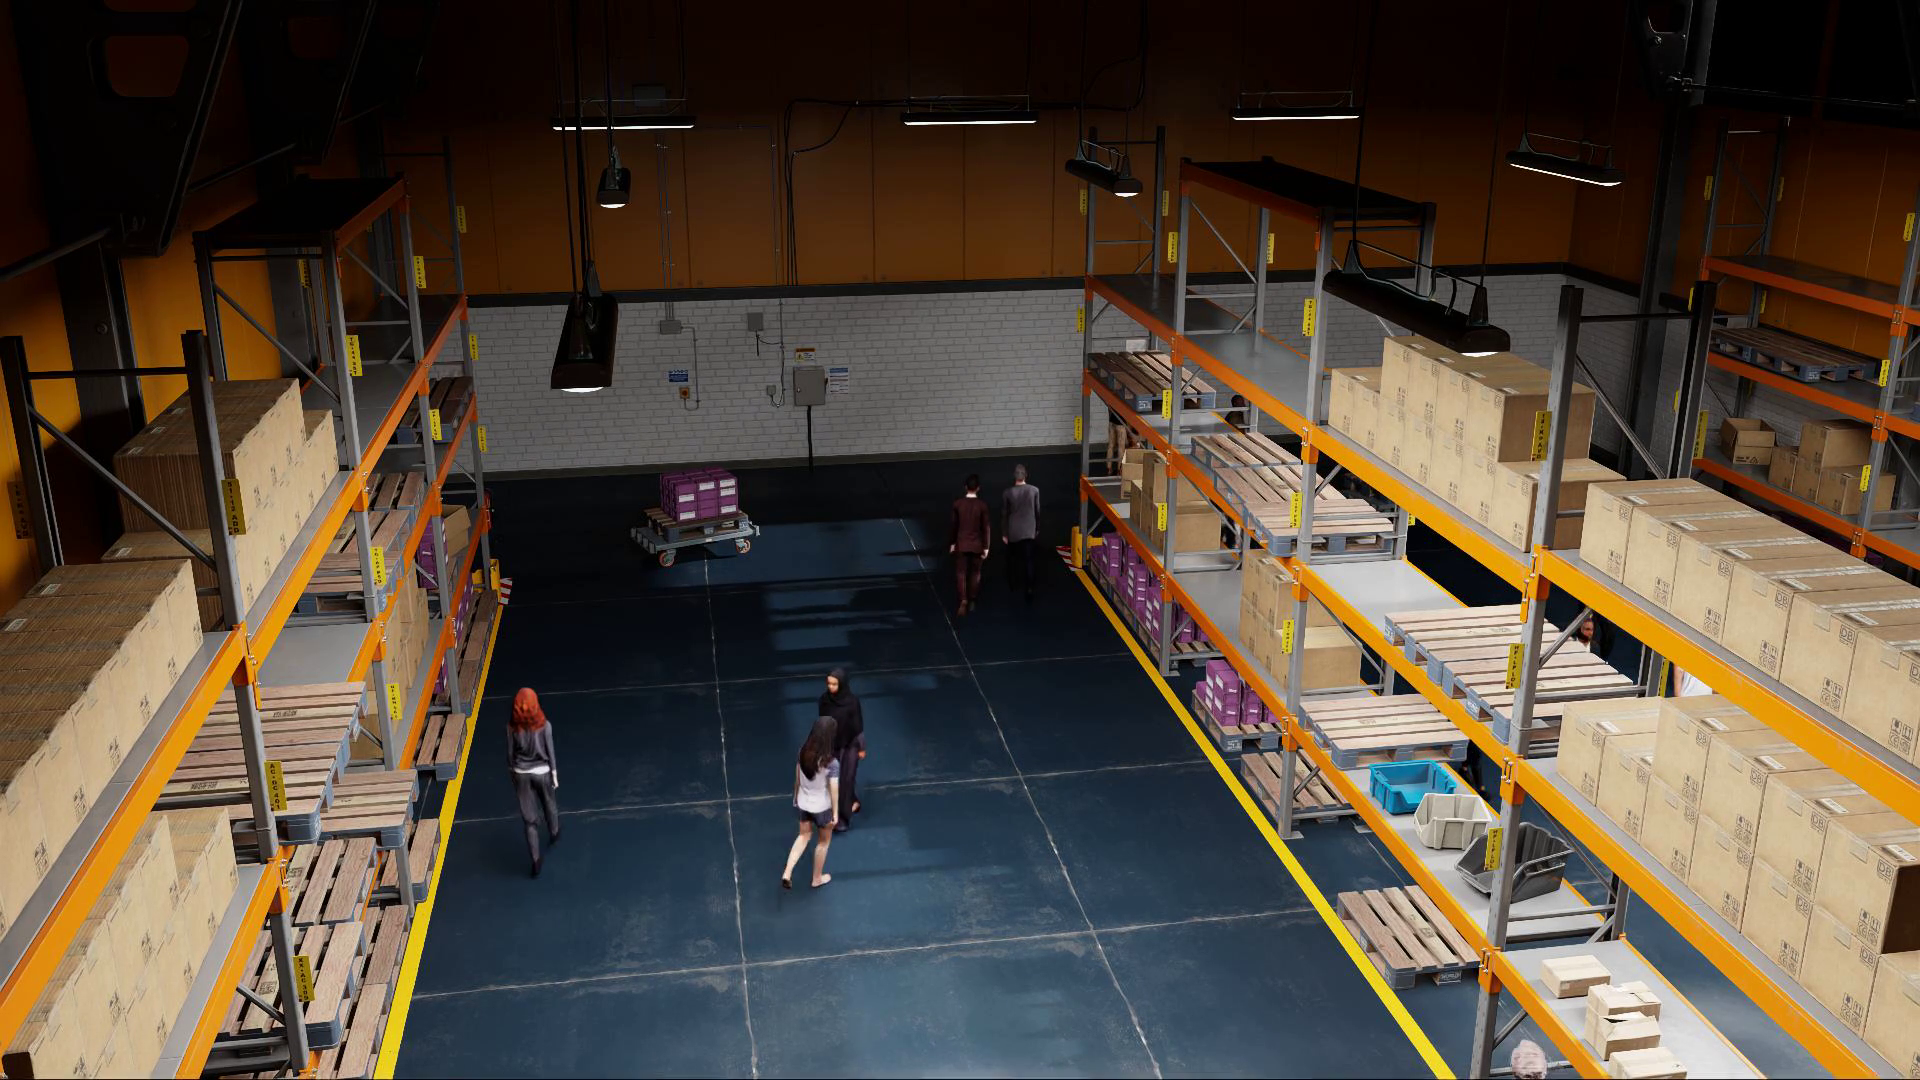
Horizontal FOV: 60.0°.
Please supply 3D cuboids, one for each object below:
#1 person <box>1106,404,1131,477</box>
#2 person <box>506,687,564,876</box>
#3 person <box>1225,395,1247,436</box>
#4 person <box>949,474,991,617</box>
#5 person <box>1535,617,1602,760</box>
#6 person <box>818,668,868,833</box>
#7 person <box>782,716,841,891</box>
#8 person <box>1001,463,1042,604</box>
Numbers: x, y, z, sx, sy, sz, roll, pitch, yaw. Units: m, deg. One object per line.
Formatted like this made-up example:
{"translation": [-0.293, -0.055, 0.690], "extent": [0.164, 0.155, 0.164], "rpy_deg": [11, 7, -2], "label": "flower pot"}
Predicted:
{"translation": [2.589, -1.913, 27.203], "extent": [0.764, 1.860, 0.619], "rpy_deg": [-13, 23, -34], "label": "person"}
{"translation": [-3.892, 2.219, 15.110], "extent": [0.670, 1.747, 1.039], "rpy_deg": [-2, 19, -4], "label": "person"}
{"translation": [4.217, -1.347, 25.574], "extent": [0.869, 1.825, 0.729], "rpy_deg": [7, 20, 20], "label": "person"}
{"translation": [0.110, 0.096, 21.269], "extent": [0.828, 1.839, 1.076], "rpy_deg": [1, 19, 4], "label": "person"}
{"translation": [6.161, 1.605, 16.902], "extent": [0.705, 1.766, 1.161], "rpy_deg": [-4, 19, -13], "label": "person"}
{"translation": [-1.090, 1.955, 16.103], "extent": [0.950, 1.612, 1.045], "rpy_deg": [9, 21, 26], "label": "person"}
{"translation": [-1.322, 2.385, 14.719], "extent": [0.909, 1.681, 0.974], "rpy_deg": [10, 21, 27], "label": "person"}
{"translation": [0.819, -0.077, 21.841], "extent": [0.830, 1.802, 1.220], "rpy_deg": [0, 19, 0], "label": "person"}
